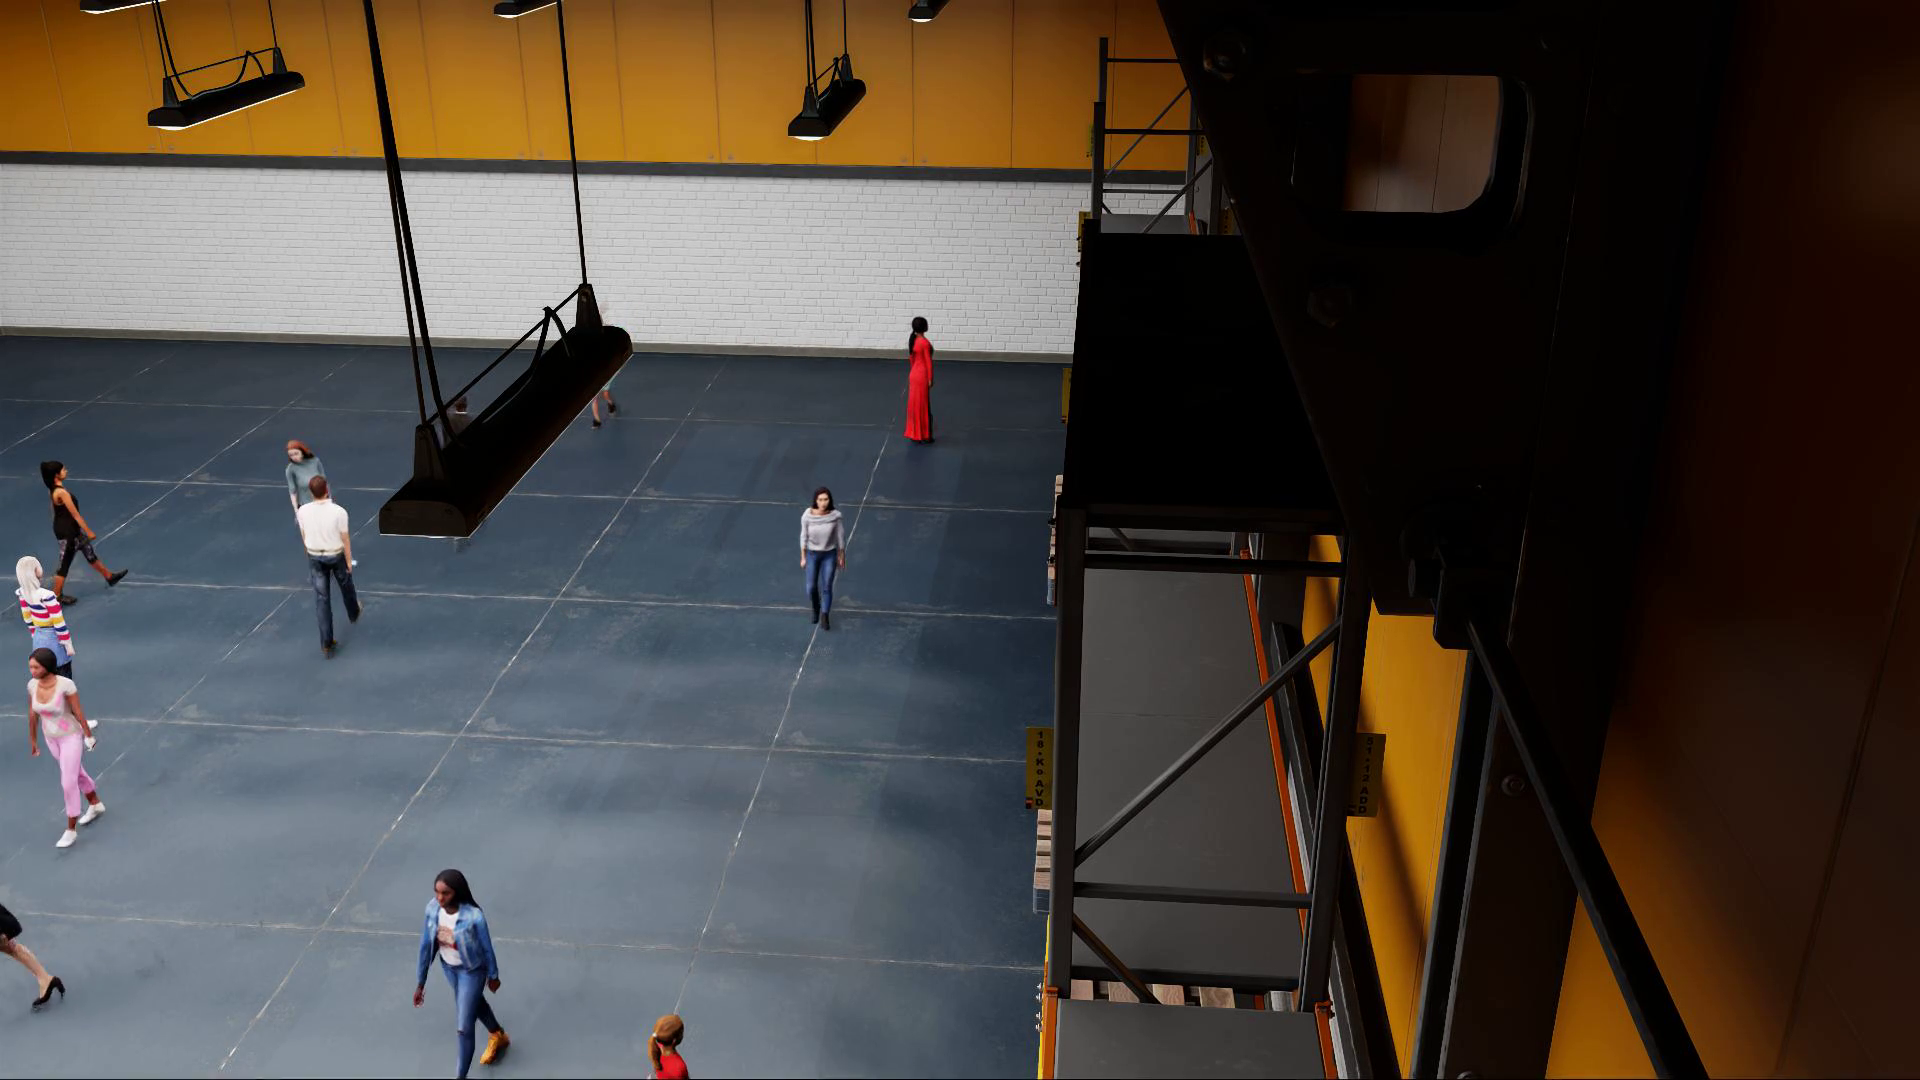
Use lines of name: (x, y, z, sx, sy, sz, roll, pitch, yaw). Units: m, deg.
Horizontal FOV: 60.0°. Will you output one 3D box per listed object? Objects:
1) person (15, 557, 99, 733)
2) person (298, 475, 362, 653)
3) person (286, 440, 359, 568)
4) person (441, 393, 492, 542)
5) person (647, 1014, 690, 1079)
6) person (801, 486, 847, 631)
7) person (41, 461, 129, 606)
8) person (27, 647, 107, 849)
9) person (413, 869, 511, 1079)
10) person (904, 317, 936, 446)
person: (-8.493, 0.973, 15.521, 0.720, 1.808, 0.665, 12, 26, 25)
person: (-6.555, 0.271, 17.141, 0.823, 1.798, 1.309, -2, 24, -4)
person: (-7.243, -0.348, 18.674, 0.888, 1.703, 0.791, 14, 27, 30)
person: (-5.907, -0.827, 19.709, 0.691, 1.752, 1.223, 0, 24, 1)
person: (-1.821, 3.515, 10.341, 0.801, 1.299, 0.754, -17, 29, -34)
person: (-1.469, 0.159, 17.616, 0.670, 1.622, 0.621, -2, 24, -5)
person: (-9.784, -0.050, 18.092, 1.103, 1.624, 1.047, -18, 30, -36)
person: (-7.514, 1.658, 14.069, 0.671, 1.716, 0.967, 4, 24, 10)
person: (-3.296, 2.903, 11.275, 0.844, 1.674, 1.162, 10, 26, 22)
person: (-0.553, -2.195, 22.798, 0.802, 1.784, 0.731, -15, 28, -31)
